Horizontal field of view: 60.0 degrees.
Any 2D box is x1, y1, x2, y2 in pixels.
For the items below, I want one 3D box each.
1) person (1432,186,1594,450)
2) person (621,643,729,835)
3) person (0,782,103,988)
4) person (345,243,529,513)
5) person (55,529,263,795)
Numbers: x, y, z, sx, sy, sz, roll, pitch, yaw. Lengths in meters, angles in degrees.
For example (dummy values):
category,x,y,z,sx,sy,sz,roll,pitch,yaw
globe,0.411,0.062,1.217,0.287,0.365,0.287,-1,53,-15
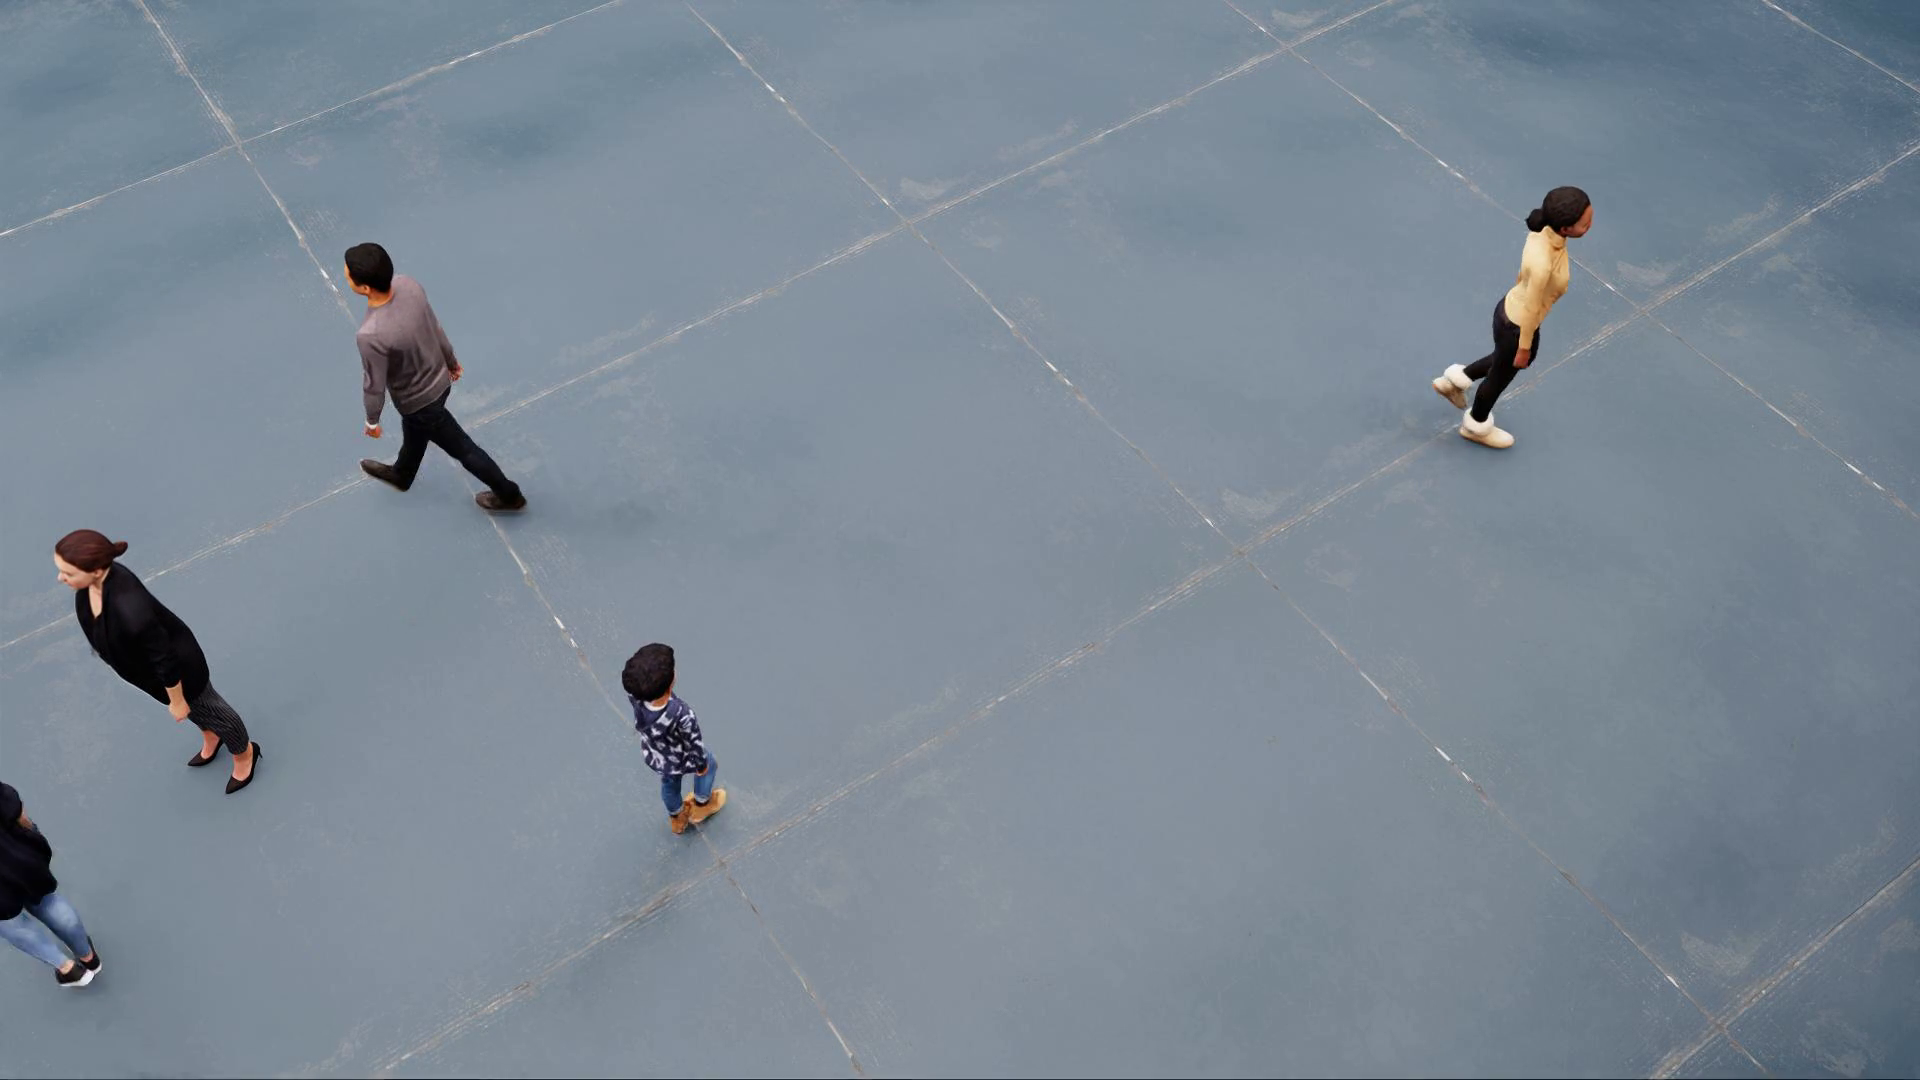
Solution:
category,x,y,z,sx,sy,sz,roll,pitch,yaw
person,2.678,-1.094,8.215,0.859,1.652,0.786,16,54,12
person,-1.227,0.890,6.937,0.564,1.243,0.656,23,56,17
person,-3.639,1.313,6.338,0.777,1.672,0.732,34,60,23
person,-2.454,-0.682,7.848,1.180,1.728,1.126,-37,61,-25
person,-3.326,0.500,6.938,0.603,1.719,0.757,33,59,23
